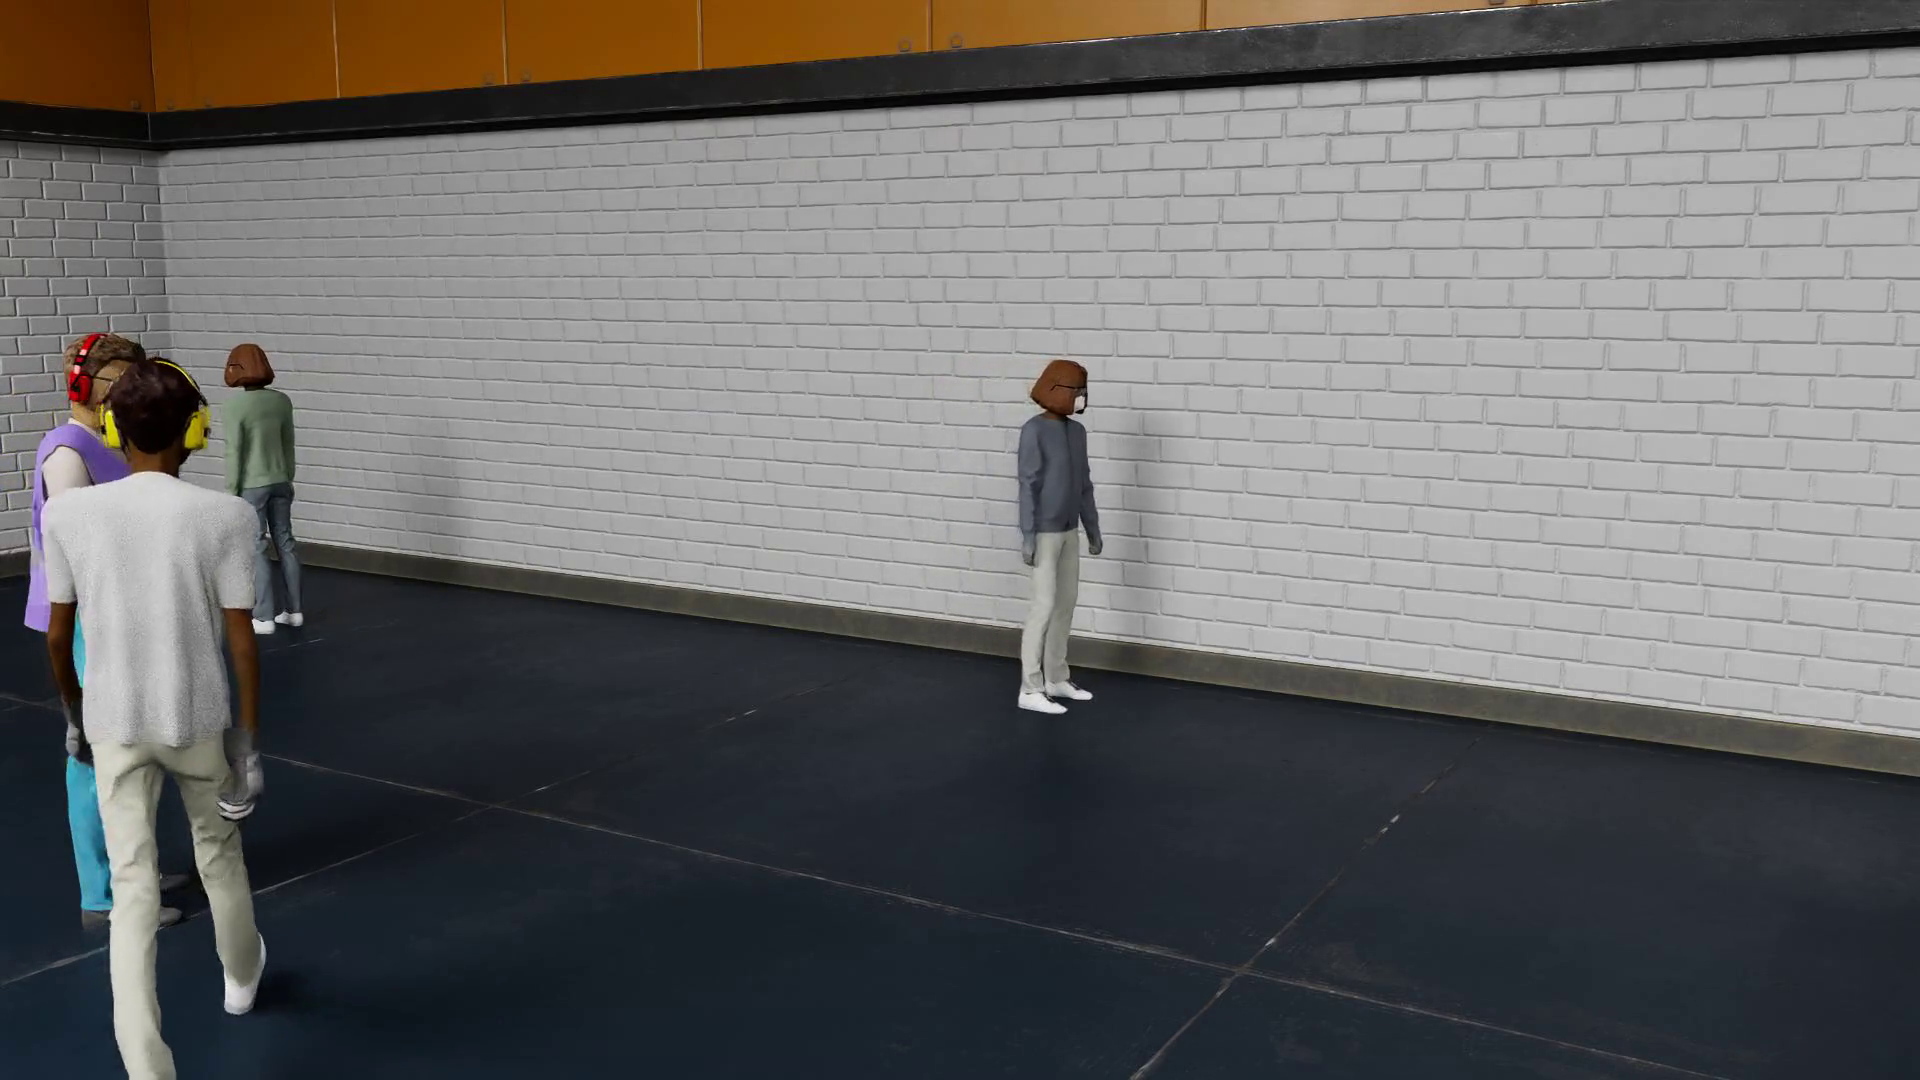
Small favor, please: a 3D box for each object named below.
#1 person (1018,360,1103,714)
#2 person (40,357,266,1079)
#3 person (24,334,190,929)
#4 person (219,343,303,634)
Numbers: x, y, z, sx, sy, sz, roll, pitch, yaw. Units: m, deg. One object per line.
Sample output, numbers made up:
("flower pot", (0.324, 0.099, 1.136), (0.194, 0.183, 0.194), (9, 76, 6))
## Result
("person", (0.456, -0.024, 7.760), (0.308, 1.629, 0.520), (7, 11, 35))
("person", (-1.974, 0.463, 4.141), (0.511, 1.816, 0.992), (-3, 10, -18))
("person", (-2.677, 0.283, 5.184), (0.390, 1.838, 0.563), (-3, 10, -18))
("person", (-3.948, -0.287, 9.377), (0.267, 1.632, 0.507), (4, 10, 22))
